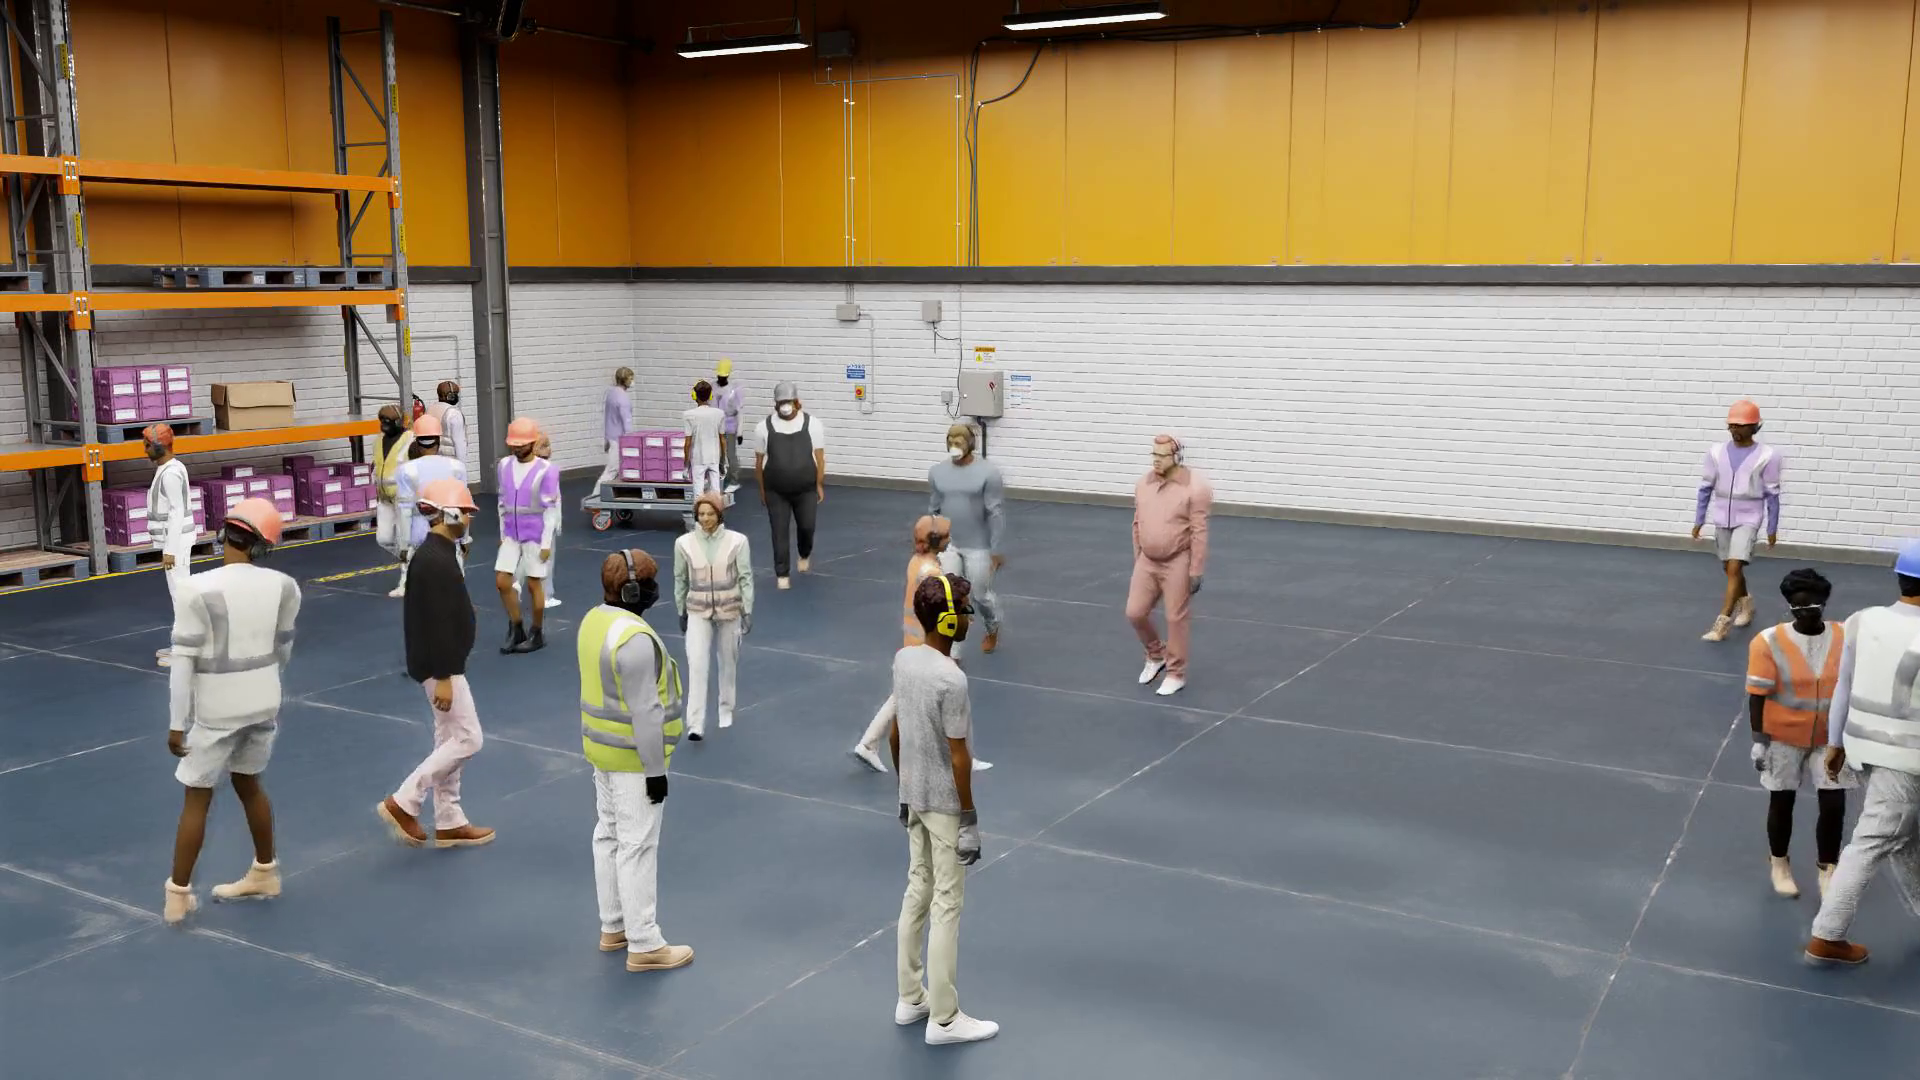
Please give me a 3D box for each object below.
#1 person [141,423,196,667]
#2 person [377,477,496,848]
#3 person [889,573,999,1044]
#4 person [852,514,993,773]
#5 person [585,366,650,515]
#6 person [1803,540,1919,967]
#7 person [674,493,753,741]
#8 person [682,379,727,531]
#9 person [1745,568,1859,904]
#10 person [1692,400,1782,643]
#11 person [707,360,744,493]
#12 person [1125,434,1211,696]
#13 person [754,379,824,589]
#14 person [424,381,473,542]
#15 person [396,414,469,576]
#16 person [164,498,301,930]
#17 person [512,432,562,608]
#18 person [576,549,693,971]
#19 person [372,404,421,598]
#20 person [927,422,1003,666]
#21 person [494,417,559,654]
[{"bbox_3d":[-6.117,0.032,12.903,0.354,1.887,0.573,-4,10,-24],"label":"person"},{"bbox_3d":[-2.729,0.661,8.704,0.508,1.973,0.650,-3,10,-18],"label":"person"},{"bbox_3d":[-0.078,1.052,6.590,0.314,1.869,0.536,-6,11,-32],"label":"person"},{"bbox_3d":[-0.248,0.633,10.037,0.827,1.604,0.511,-3,9,-16],"label":"person"},{"bbox_3d":[-4.267,-1.241,20.914,1.053,1.883,0.635,-5,10,-27],"label":"person"},{"bbox_3d":[4.168,0.932,7.252,0.996,1.889,0.640,-2,9,-10],"label":"person"},{"bbox_3d":[-1.604,0.508,10.834,0.518,1.600,0.835,-1,9,-6],"label":"person"},{"bbox_3d":[-2.818,-0.832,18.343,0.508,1.872,0.329,-5,10,-28],"label":"person"},{"bbox_3d":[4.013,0.933,7.965,0.561,1.655,0.480,1,9,8],"label":"person"},{"bbox_3d":[6.528,-0.182,13.925,1.044,2.006,0.624,-8,12,-40],"label":"person"},{"bbox_3d":[-3.221,-1.524,22.706,0.619,1.857,0.966,3,10,17],"label":"person"},{"bbox_3d":[1.481,0.179,11.975,0.650,1.895,0.434,7,11,36],"label":"person"},{"bbox_3d":[-1.656,-0.572,16.189,0.677,2.000,0.757,-1,9,-8],"label":"person"},{"bbox_3d":[-5.744,-0.869,18.713,0.619,1.836,0.430,7,11,37],"label":"person"},{"bbox_3d":[-4.132,-0.016,13.051,0.549,1.933,0.373,-6,11,-32],"label":"person"},{"bbox_3d":[-3.446,0.808,7.829,0.414,1.981,0.720,6,11,31],"label":"person"},{"bbox_3d":[-3.833,-0.166,14.973,0.515,1.616,0.465,3,10,18],"label":"person"},{"bbox_3d":[-1.431,0.951,7.303,0.430,1.845,0.619,-6,11,-32],"label":"person"},{"bbox_3d":[-5.247,-0.379,15.669,0.635,1.823,0.521,5,10,27],"label":"person"},{"bbox_3d":[0.060,0.033,12.832,0.636,1.911,0.869,4,10,22],"label":"person"},{"bbox_3d":[-3.451,-0.023,13.164,0.575,1.907,0.552,3,10,18],"label":"person"}]
